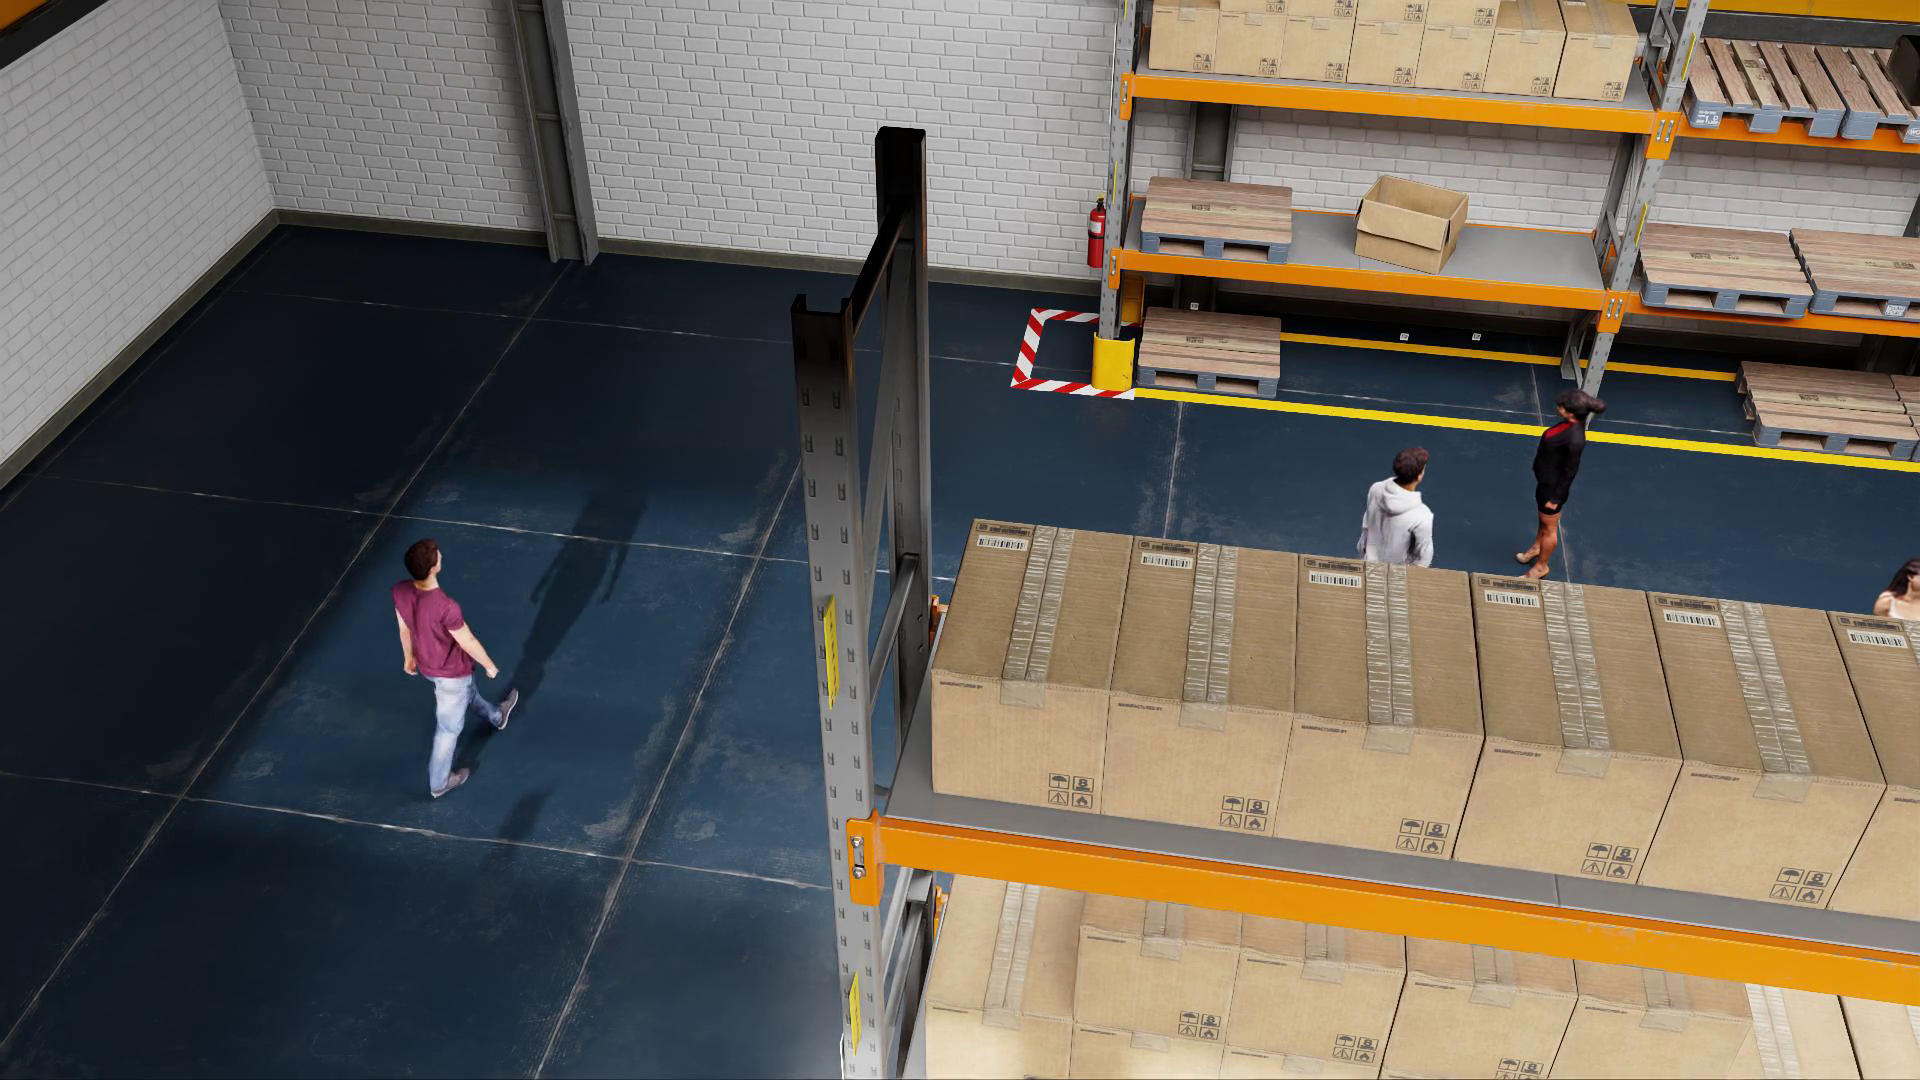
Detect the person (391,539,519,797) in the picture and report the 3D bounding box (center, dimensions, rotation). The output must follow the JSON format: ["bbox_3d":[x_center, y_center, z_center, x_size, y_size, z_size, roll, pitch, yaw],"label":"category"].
[{"bbox_3d":[-3.229,0.828,10.249,1.184,1.799,1.029,21,43,24],"label":"person"}]

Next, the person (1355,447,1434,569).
[{"bbox_3d":[2.743,0.253,10.894,1.296,1.892,1.222,-23,44,-26],"label":"person"}]

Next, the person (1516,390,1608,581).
[{"bbox_3d":[4.247,-0.385,11.894,0.603,1.641,0.584,10,40,12],"label":"person"}]
